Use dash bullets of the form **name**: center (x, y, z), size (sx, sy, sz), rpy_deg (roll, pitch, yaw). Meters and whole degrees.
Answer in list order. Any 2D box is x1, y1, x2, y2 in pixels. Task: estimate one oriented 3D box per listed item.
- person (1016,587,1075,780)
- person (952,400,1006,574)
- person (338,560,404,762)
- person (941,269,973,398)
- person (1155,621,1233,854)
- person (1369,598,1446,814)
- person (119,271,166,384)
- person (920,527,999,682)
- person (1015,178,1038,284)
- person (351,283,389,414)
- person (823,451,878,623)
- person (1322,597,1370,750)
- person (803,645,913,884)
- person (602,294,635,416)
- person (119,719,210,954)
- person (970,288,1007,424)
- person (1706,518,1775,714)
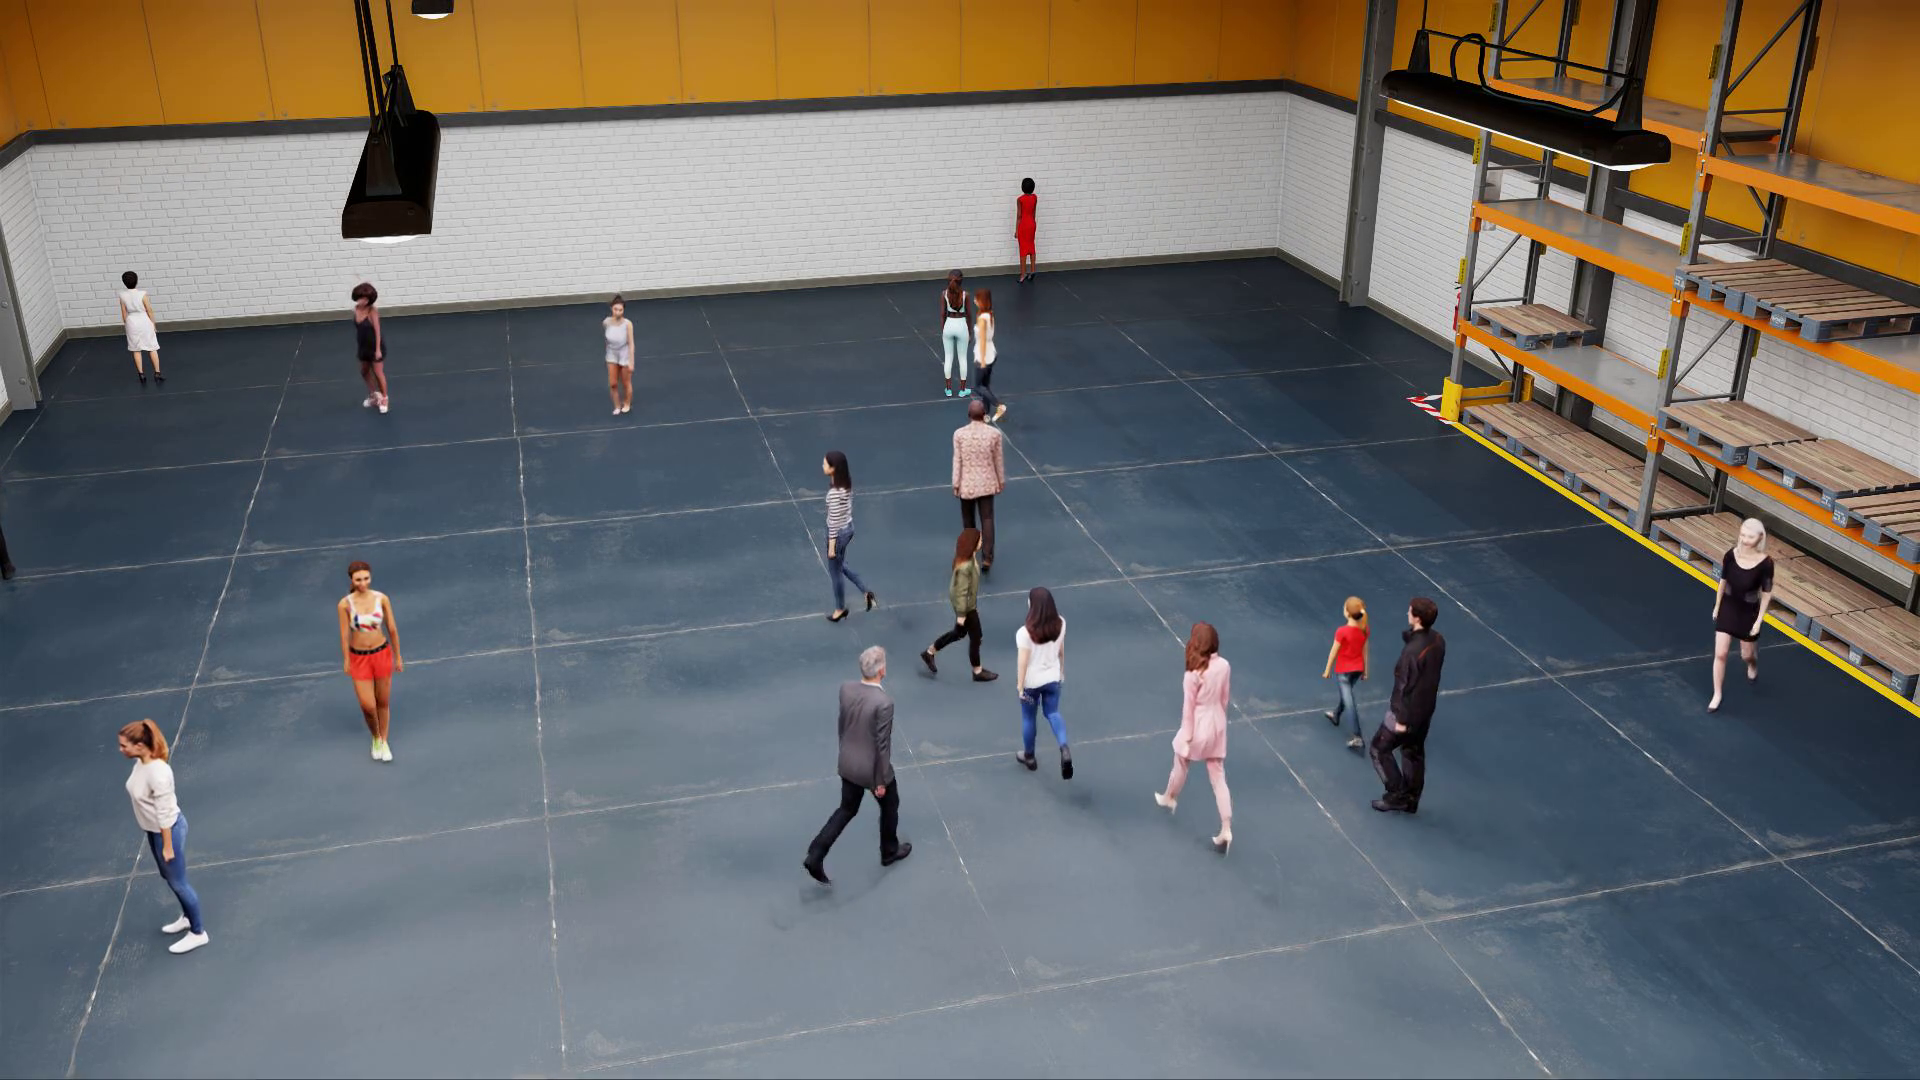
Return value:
- **person**: center (0.692, 1.182, 13.246), size (0.720, 1.670, 0.971), rpy_deg (-11, 26, -24)
- **person**: center (0.195, -0.536, 17.017), size (0.874, 1.797, 1.220), rpy_deg (-1, 24, -2)
- **person**: center (-4.832, 0.955, 13.623), size (0.657, 1.784, 0.653), rpy_deg (-11, 26, -24)
- **person**: center (-0.057, -2.773, 22.225), size (0.643, 1.725, 0.650), rpy_deg (3, 24, 8)
- **person**: center (1.873, 1.506, 12.405), size (0.838, 1.751, 1.186), rpy_deg (-13, 27, -27)
- **person**: center (3.538, 1.318, 12.735), size (0.874, 1.831, 0.850), rpy_deg (17, 29, 34)
- **person**: center (-11.230, -2.920, 22.773), size (0.568, 1.555, 0.526), rpy_deg (-4, 24, -10)
- **person**: center (-0.033, 0.588, 14.884), size (0.905, 1.445, 0.987), rpy_deg (4, 24, 9)
- **person**: center (1.110, -5.154, 27.647), size (0.640, 1.744, 0.627), rpy_deg (-18, 30, -36)
- **person**: center (-7.612, -2.482, 21.529), size (0.835, 1.749, 0.873), rpy_deg (17, 29, 34)
- **person**: center (-1.055, -0.001, 15.810), size (0.852, 1.784, 0.826), rpy_deg (6, 24, 13)
- **person**: center (3.281, 1.125, 13.859), size (0.562, 1.284, 0.931), rpy_deg (-9, 25, -21)
- **person**: center (-0.734, 1.670, 11.977), size (1.234, 1.792, 1.202), rpy_deg (19, 30, 37)
- **person**: center (-4.407, -2.393, 21.519), size (0.698, 1.595, 0.763), rpy_deg (6, 24, 14)
- **person**: center (-5.405, 1.987, 11.334), size (0.738, 1.726, 0.595), rpy_deg (-18, 29, -35)
- **person**: center (0.410, -2.309, 21.103), size (0.831, 1.774, 0.790), rpy_deg (6, 24, 14)
- **person**: center (6.749, 0.628, 14.342), size (0.984, 1.807, 0.966), rpy_deg (18, 29, 35)
